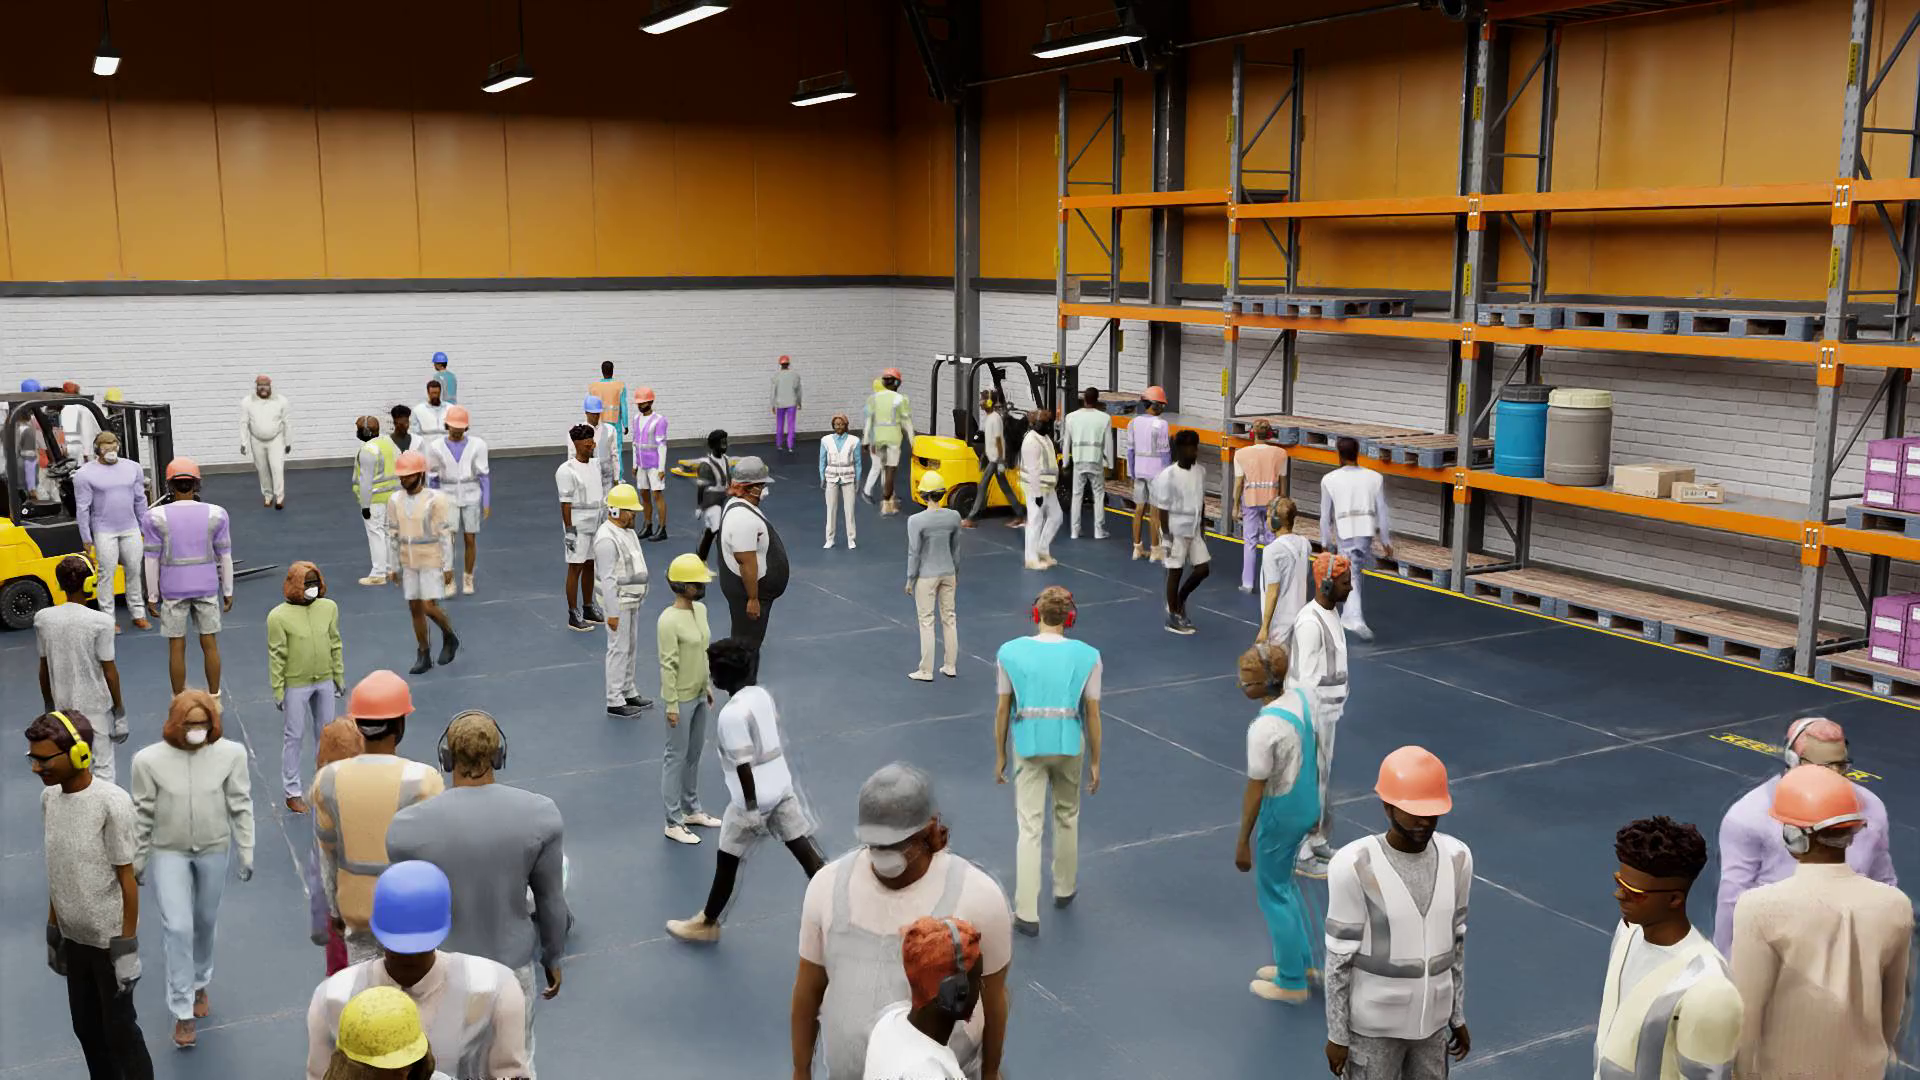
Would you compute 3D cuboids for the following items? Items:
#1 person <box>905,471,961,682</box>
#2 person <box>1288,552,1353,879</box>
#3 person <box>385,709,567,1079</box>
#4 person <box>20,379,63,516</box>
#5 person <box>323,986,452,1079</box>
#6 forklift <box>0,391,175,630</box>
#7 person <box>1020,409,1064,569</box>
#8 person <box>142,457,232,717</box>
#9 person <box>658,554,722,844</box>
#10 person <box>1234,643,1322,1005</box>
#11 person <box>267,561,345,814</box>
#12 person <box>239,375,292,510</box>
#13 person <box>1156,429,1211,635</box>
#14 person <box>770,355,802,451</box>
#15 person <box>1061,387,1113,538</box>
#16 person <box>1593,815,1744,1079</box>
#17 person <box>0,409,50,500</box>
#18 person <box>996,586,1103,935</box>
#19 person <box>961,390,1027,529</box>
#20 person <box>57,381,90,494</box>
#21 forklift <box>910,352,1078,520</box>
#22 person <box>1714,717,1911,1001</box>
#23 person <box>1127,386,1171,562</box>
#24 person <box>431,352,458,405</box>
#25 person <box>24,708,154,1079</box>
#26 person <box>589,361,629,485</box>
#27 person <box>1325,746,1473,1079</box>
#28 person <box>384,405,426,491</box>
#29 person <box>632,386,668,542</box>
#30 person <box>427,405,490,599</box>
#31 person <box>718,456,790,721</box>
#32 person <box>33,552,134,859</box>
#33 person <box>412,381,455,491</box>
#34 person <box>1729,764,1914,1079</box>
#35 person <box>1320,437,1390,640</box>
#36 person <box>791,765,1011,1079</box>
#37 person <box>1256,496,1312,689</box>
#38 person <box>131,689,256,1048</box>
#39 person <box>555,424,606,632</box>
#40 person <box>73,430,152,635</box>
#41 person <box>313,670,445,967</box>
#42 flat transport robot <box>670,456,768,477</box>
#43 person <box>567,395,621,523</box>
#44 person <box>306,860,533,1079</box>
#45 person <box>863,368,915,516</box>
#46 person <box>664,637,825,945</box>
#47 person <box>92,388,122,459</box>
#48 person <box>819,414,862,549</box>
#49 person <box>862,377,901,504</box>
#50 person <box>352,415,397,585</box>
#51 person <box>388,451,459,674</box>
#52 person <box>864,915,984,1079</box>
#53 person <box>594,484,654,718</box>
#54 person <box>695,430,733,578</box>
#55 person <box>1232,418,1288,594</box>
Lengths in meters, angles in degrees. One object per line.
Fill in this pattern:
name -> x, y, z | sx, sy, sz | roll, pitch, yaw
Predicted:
person -> -0.224, 0.302, 13.907 | 0.525, 1.772, 0.309 | -7, 12, -35
person -> 2.072, 0.999, 9.583 | 0.360, 1.880, 0.575 | 5, 11, 24
person -> -1.766, 1.574, 6.141 | 0.635, 1.929, 0.381 | -5, 11, -26
person -> -12.005, -1.137, 21.693 | 0.424, 1.934, 0.642 | 5, 11, 29
person -> -1.472, 1.979, 4.349 | 0.322, 1.736, 0.485 | 7, 12, 34
forklift -> -9.026, -0.363, 16.508 | 1.214, 2.155, 2.313 | 6, 11, 29
person -> 0.939, -0.567, 18.745 | 0.519, 1.822, 0.650 | 3, 10, 19
person -> -5.904, 0.376, 12.739 | 0.613, 2.033, 0.410 | -6, 12, -33
person -> -1.650, 0.955, 10.161 | 0.315, 1.767, 0.533 | 3, 10, 17
person -> 1.504, 1.344, 7.852 | 0.391, 1.799, 0.602 | 6, 11, 31
person -> -4.186, 0.933, 10.686 | 0.271, 1.627, 0.501 | 7, 12, 35
person -> -9.655, -1.344, 23.118 | 0.653, 1.864, 0.956 | -3, 10, -15
person -> 2.108, -0.078, 15.568 | 0.645, 1.948, 0.423 | -8, 13, -40
person -> -3.141, -2.479, 30.053 | 0.581, 1.716, 0.713 | -1, 10, -8
person -> 1.576, -0.958, 20.780 | 0.661, 1.905, 0.420 | 2, 10, 13
person -> 2.067, 1.761, 4.959 | 0.369, 1.958, 0.604 | 0, 10, -1
person -> -10.693, -0.680, 18.903 | 0.625, 2.008, 1.003 | 6, 12, 31
person -> 0.473, 1.167, 8.916 | 0.574, 1.793, 0.697 | 0, 10, 2
person -> 0.414, -1.041, 21.519 | 0.995, 1.813, 0.538 | 0, 10, -1
person -> -12.119, -1.230, 22.559 | 0.592, 1.833, 0.824 | -8, 13, -39
forklift -> 0.460, -1.461, 22.833 | 2.313, 2.155, 1.214 | -5, 11, -28
person -> 3.214, 1.562, 6.389 | 0.642, 1.870, 0.960 | -2, 10, -12
person -> 2.219, -0.761, 19.261 | 0.392, 2.035, 0.605 | -9, 13, -41
person -> -8.451, -2.105, 27.254 | 0.400, 1.944, 0.618 | 2, 10, 12
person -> -3.372, 1.557, 6.450 | 0.525, 1.857, 0.344 | 5, 11, 27
person -> -5.396, -1.793, 25.570 | 0.587, 1.911, 0.397 | 1, 10, 5
person -> 1.521, 1.639, 5.721 | 0.552, 1.935, 0.365 | -3, 10, -17
person -> -6.235, -0.565, 18.528 | 0.606, 1.911, 1.035 | -8, 13, -40
person -> -3.870, -0.944, 20.624 | 0.544, 1.930, 0.388 | 7, 12, 36
person -> -5.166, -0.384, 17.188 | 0.601, 2.005, 0.750 | -3, 10, -16
person -> -1.575, 0.365, 12.763 | 0.536, 2.000, 0.688 | -3, 10, -14
person -> -5.077, 0.998, 9.645 | 0.511, 1.862, 0.324 | 2, 10, 9
person -> -6.839, -1.142, 21.894 | 0.595, 1.889, 0.851 | -6, 12, -31
person -> 2.711, 1.672, 5.447 | 0.664, 1.957, 0.876 | -1, 10, -4
person -> 3.687, -0.015, 15.478 | 0.636, 1.871, 0.884 | -1, 10, -9
person -> -0.200, 1.639, 5.430 | 0.694, 2.000, 1.028 | 3, 10, 18
person -> 2.323, 0.598, 11.987 | 0.327, 1.842, 0.517 | 10, 14, 44
person -> -3.485, 1.474, 7.606 | 0.518, 1.599, 0.733 | -7, 12, -33
person -> -3.571, -0.130, 15.822 | 0.367, 1.966, 0.604 | 4, 11, 21
person -> -7.936, -0.071, 15.606 | 0.374, 1.929, 0.635 | 8, 13, 39
person -> -2.304, 1.471, 6.727 | 0.561, 1.922, 0.399 | 1, 10, 4
flat transport robot -> -3.883, -1.193, 26.821 | 1.431, 0.197, 0.652 | -6, 11, -29
person -> -4.219, -0.705, 19.227 | 0.610, 1.939, 0.417 | -6, 12, -32
person -> -1.518, 1.816, 4.724 | 0.639, 1.935, 0.434 | -1, 10, -7
person -> -0.939, -1.357, 22.811 | 0.755, 1.983, 0.859 | 5, 11, 27
person -> -1.016, 1.300, 8.551 | 0.948, 1.632, 0.569 | 3, 10, 17
person -> -11.470, -1.196, 22.646 | 0.522, 1.716, 0.884 | -9, 13, -42
person -> -1.441, -0.708, 20.091 | 0.514, 1.641, 0.309 | 0, 10, 2
person -> -1.140, -1.406, 23.640 | 0.432, 1.821, 0.603 | 7, 12, 34
person -> -6.318, -0.429, 17.941 | 0.429, 1.838, 0.628 | 0, 10, 3
person -> -4.577, 0.191, 14.094 | 0.549, 1.924, 0.460 | 3, 10, 17
person -> -0.034, 1.898, 4.451 | 0.576, 1.861, 0.573 | -3, 10, -19
person -> -2.603, 0.468, 12.823 | 0.403, 1.817, 0.605 | 1, 10, 4
person -> -2.573, -0.369, 18.087 | 0.850, 1.655, 0.549 | 3, 10, 18
person -> 3.133, -0.340, 17.416 | 0.570, 1.845, 0.417 | -1, 10, -4
